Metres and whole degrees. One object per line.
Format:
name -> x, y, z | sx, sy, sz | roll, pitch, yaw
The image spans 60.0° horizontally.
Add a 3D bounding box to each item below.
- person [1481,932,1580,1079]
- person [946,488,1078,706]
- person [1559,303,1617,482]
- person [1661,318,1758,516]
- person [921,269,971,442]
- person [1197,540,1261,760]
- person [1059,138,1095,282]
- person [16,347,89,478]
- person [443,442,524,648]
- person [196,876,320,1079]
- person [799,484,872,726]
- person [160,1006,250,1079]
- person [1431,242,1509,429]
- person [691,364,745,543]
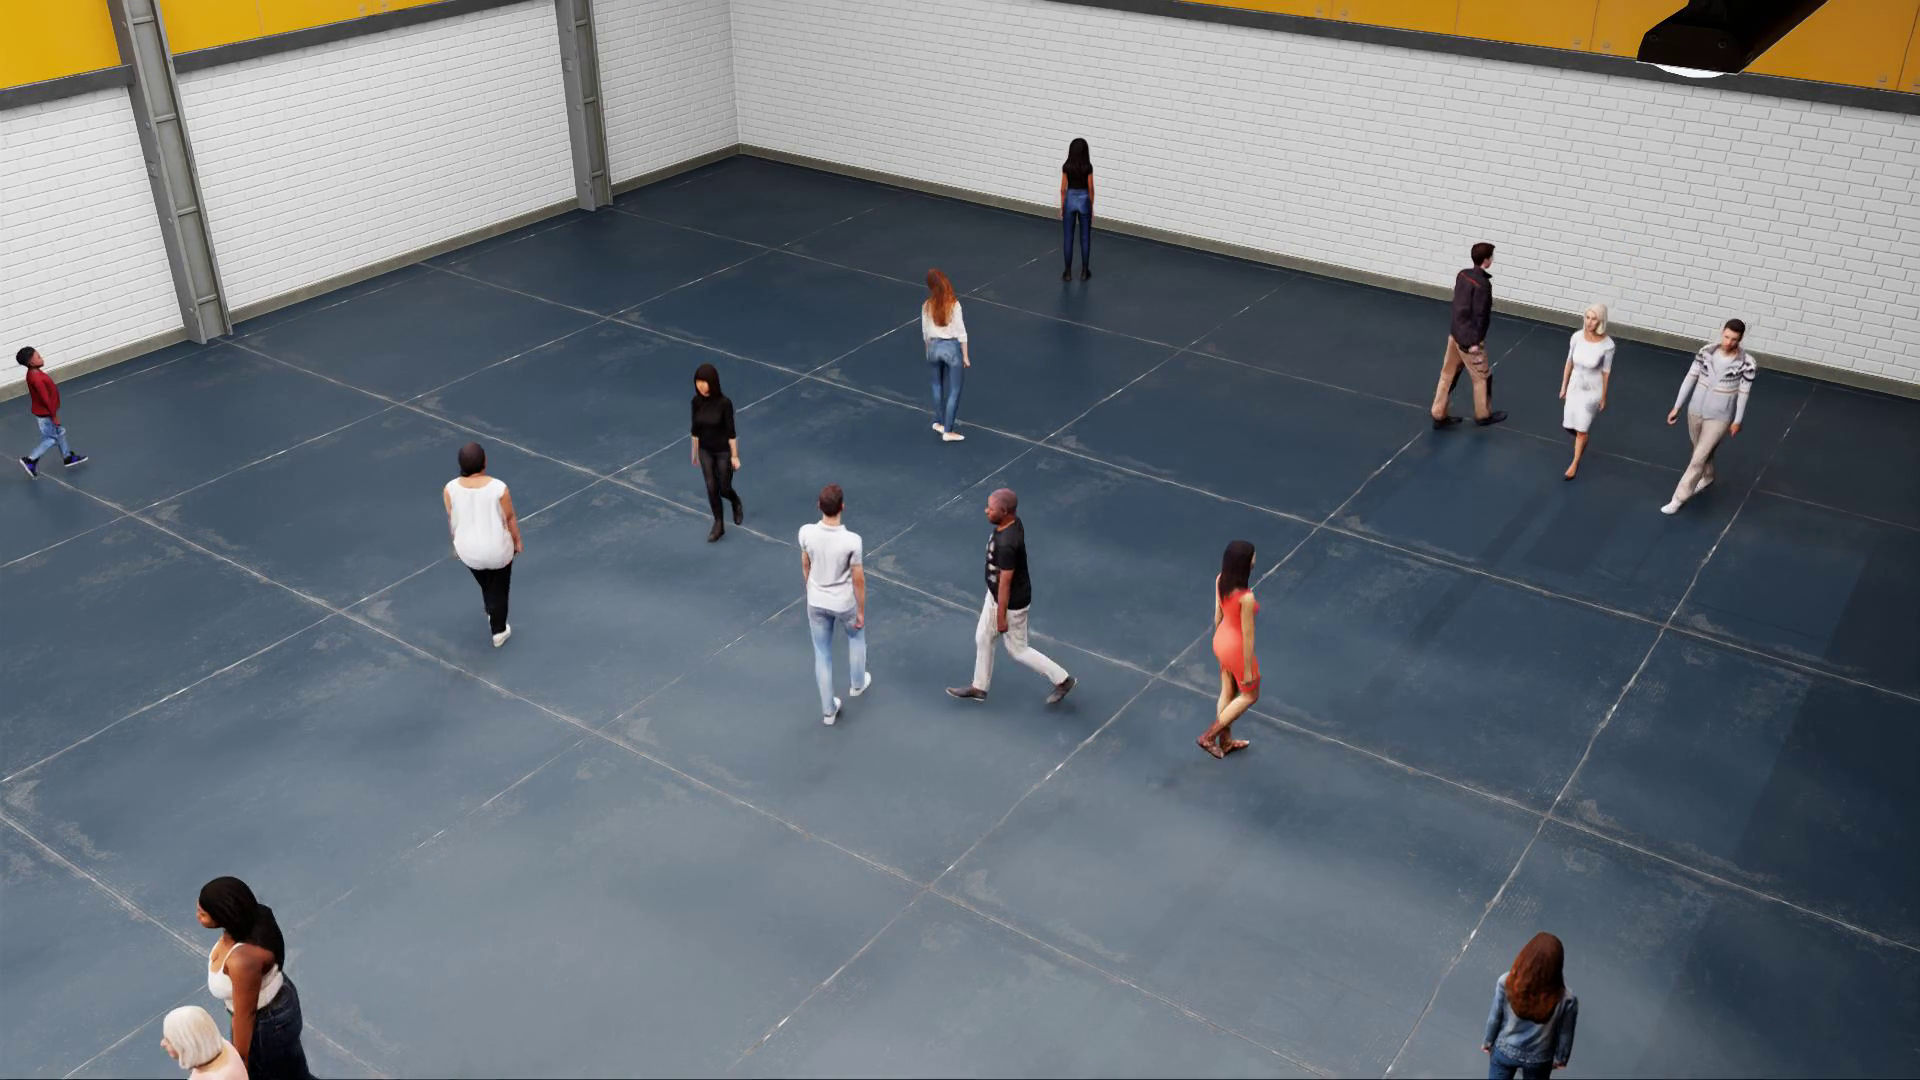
person -> 2.849, 2.578, 8.403 | 0.614, 1.476, 0.569 | 10, 30, 18
person -> 0.441, 0.453, 11.991 | 1.171, 1.771, 1.226 | 0, 29, 0
person -> 5.837, -1.400, 15.432 | 0.642, 1.728, 0.851 | 20, 35, 32
person -> 6.755, -1.136, 14.875 | 1.328, 1.798, 0.988 | -19, 34, -31
person -> -0.168, -1.803, 16.193 | 0.690, 1.707, 0.668 | 22, 36, 35
person -> 1.817, 0.800, 11.418 | 0.842, 1.710, 0.766 | -12, 31, -21
person -> 1.424, -4.024, 20.232 | 0.663, 1.738, 0.690 | 1, 29, 3
person -> -8.617, -1.190, 15.558 | 0.853, 1.239, 0.674 | -18, 33, -29
person -> -3.682, 0.060, 12.813 | 0.854, 1.672, 0.943 | 3, 29, 6
person -> -3.390, 2.401, 8.406 | 0.977, 1.785, 0.896 | -10, 30, -18
person -> -0.928, 0.504, 11.832 | 0.860, 1.834, 0.987 | 4, 29, 8
person -> -3.279, 2.803, 7.771 | 1.211, 1.686, 0.954 | -13, 31, -23
person -> 4.888, -1.969, 16.294 | 1.157, 1.903, 1.068 | -8, 30, -14
person -> -2.075, -0.783, 14.406 | 0.697, 1.628, 0.787 | 9, 30, 16
